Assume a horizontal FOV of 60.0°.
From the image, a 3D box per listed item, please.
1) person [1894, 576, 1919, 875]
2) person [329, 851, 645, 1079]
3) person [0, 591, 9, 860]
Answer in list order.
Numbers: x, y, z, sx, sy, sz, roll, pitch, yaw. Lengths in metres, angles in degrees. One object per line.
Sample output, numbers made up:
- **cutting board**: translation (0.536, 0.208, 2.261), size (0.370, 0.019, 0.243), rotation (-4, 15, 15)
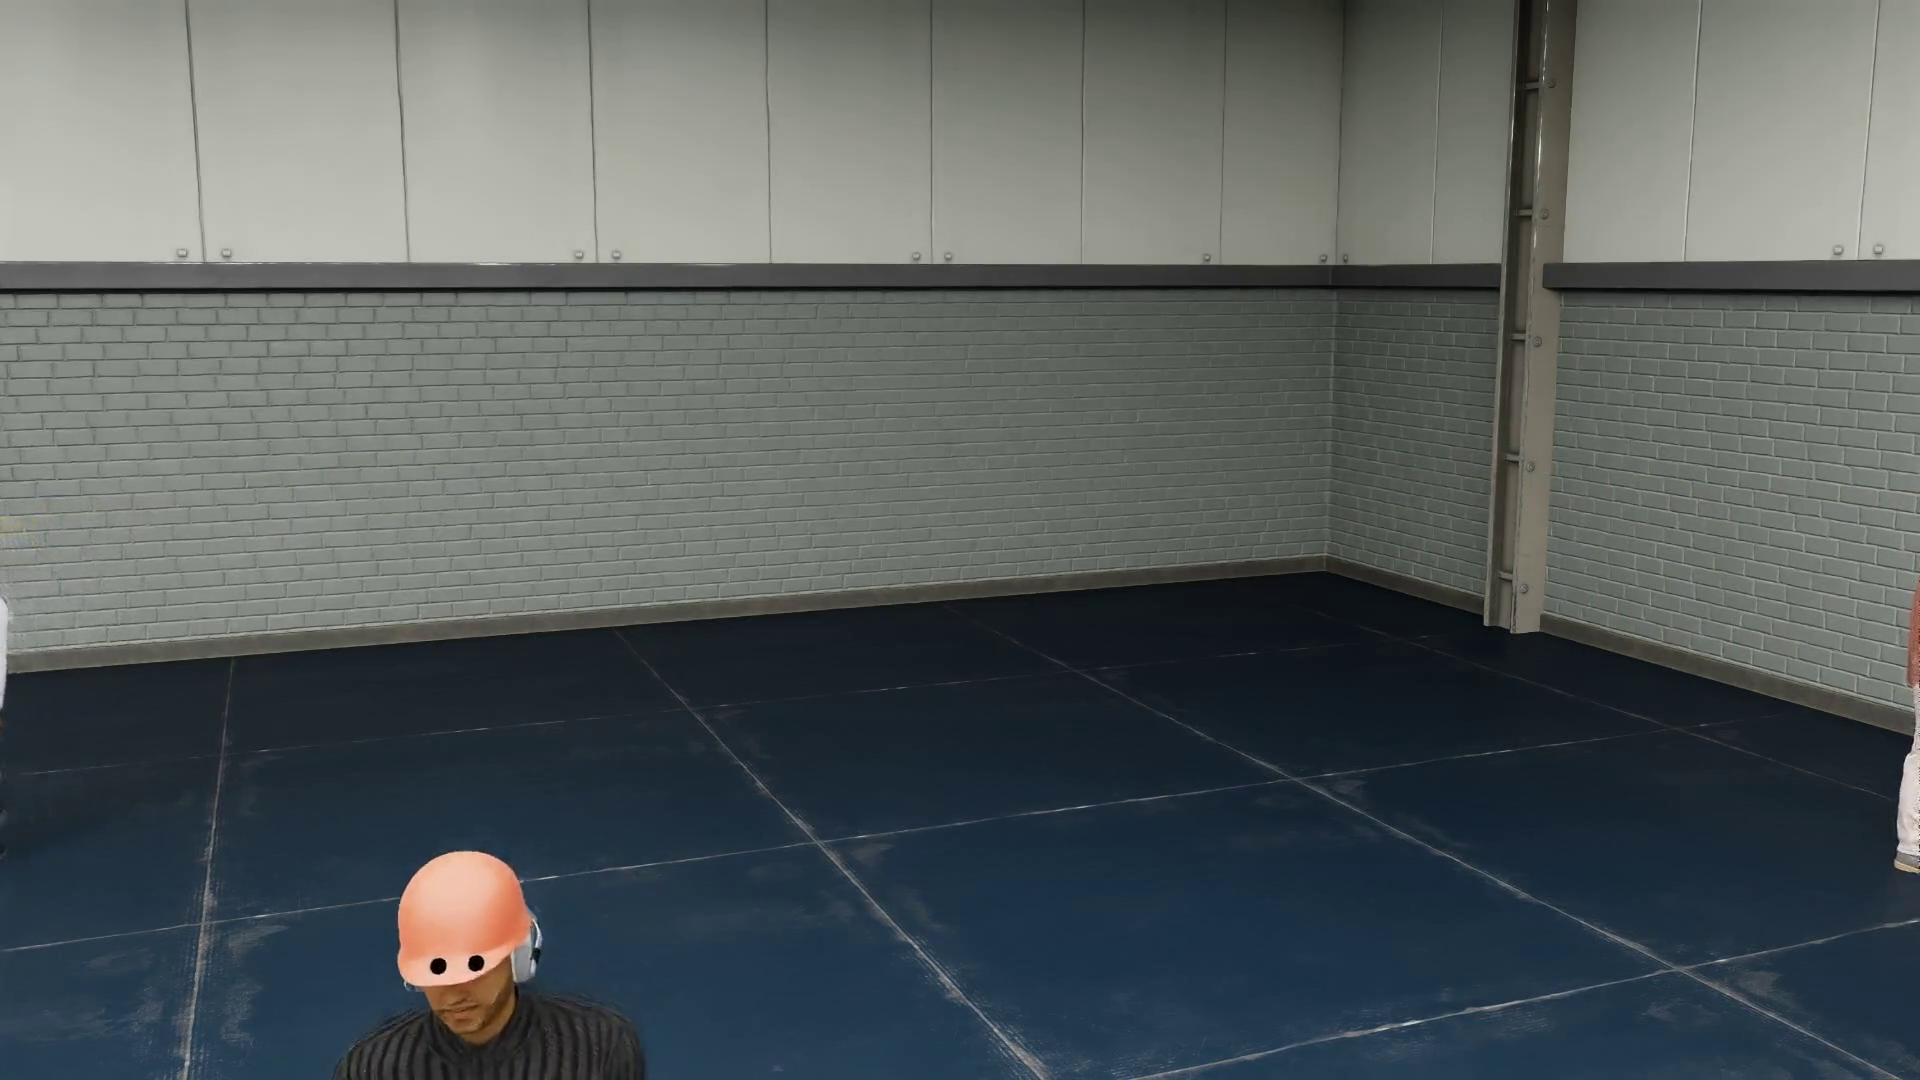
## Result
- **person**: translation (5.017, 0.706, 8.434), size (0.392, 1.990, 0.614), rotation (7, 11, 37)
- **person**: translation (-0.893, 1.546, 3.216), size (0.642, 1.969, 0.449), rotation (-2, 9, -11)
- **person**: translation (-5.076, 0.791, 8.437), size (0.627, 1.816, 0.425), rotation (4, 10, 21)
